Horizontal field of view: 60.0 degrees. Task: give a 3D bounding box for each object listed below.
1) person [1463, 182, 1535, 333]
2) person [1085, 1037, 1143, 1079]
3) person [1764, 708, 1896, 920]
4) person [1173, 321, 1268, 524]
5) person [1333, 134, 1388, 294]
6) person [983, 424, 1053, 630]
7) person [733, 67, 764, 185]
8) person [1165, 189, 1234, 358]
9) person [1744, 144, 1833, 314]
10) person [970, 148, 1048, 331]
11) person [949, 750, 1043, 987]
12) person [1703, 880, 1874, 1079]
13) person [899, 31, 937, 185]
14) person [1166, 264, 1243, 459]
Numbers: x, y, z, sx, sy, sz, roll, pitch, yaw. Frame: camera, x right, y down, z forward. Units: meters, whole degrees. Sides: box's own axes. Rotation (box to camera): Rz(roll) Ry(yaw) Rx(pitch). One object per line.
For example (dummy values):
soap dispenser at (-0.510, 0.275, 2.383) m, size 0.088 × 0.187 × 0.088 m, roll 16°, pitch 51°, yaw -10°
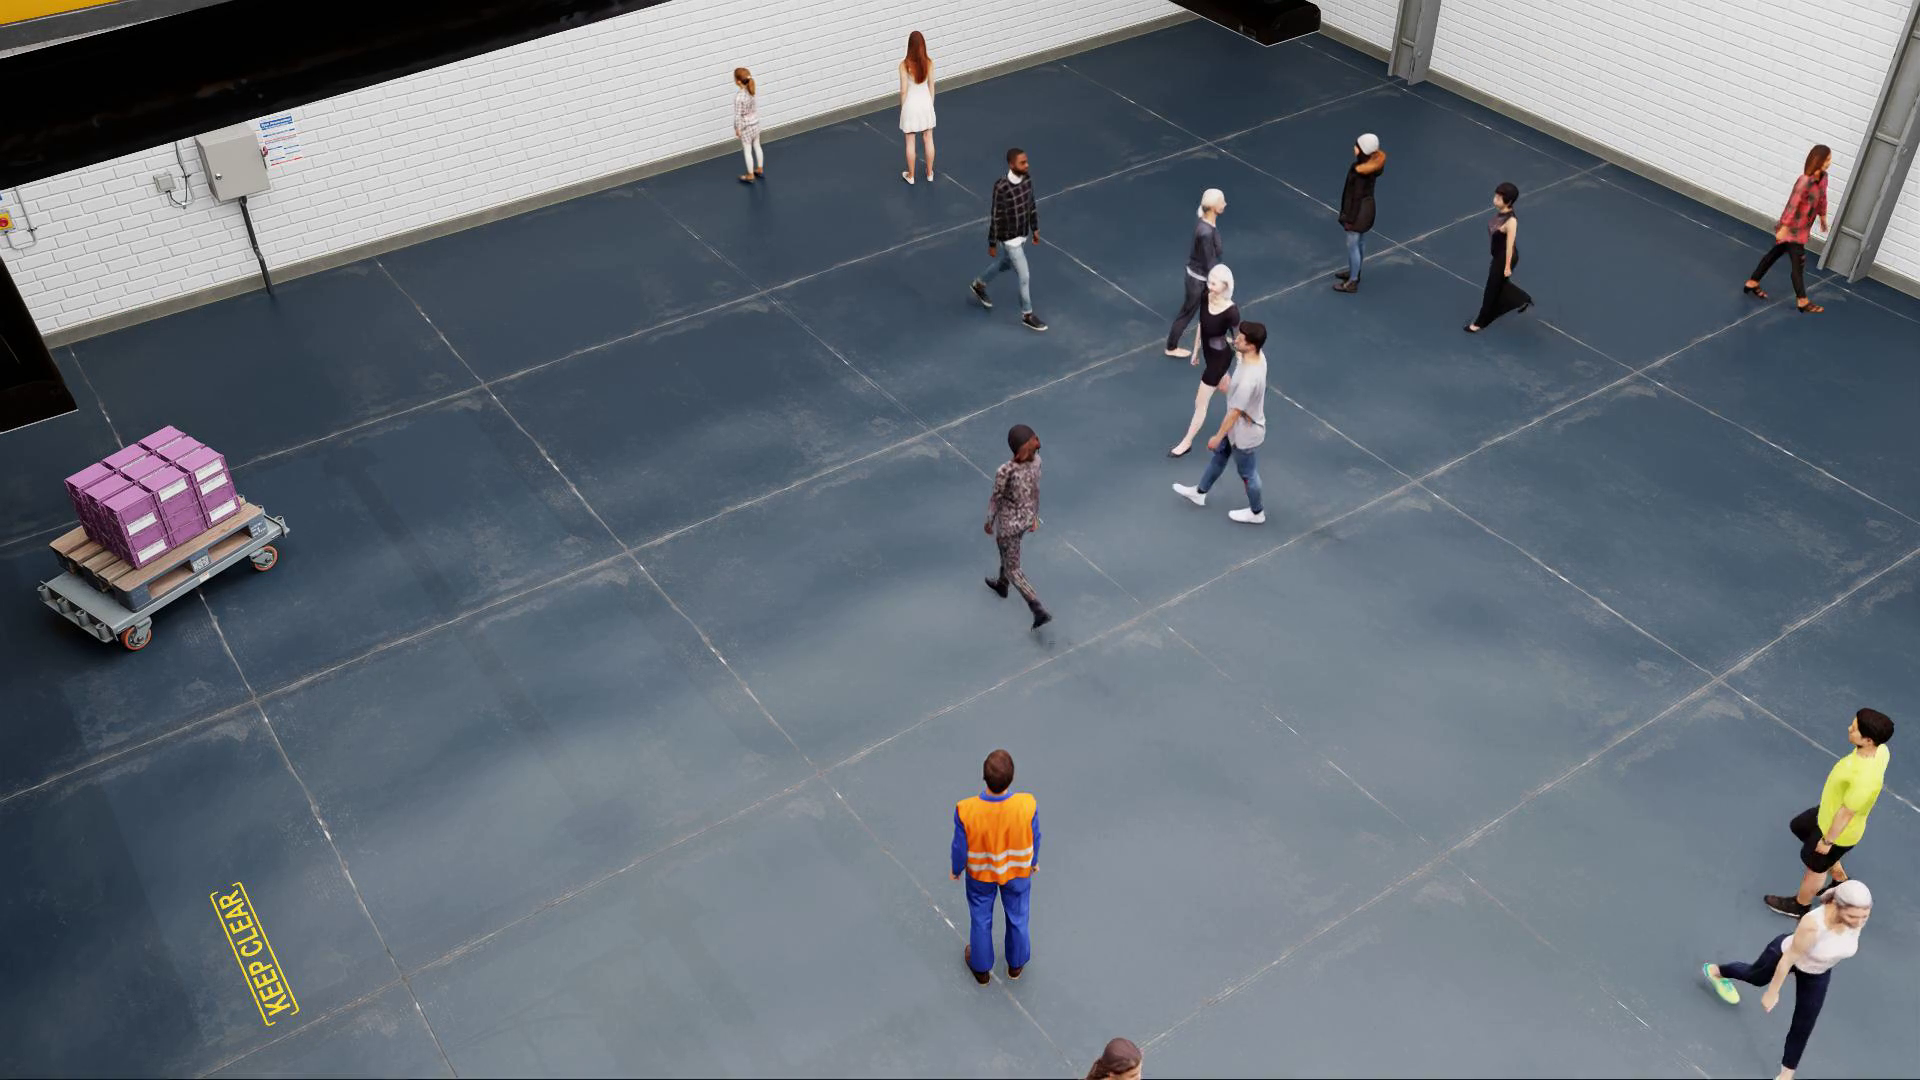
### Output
person at (5.190, -2.639, 15.673) m, size 0.934 × 1.575 × 0.940 m, roll 1°, pitch 39°, yaw 1°
person at (0.692, 3.015, 8.618) m, size 0.869 × 1.544 × 0.739 m, roll 24°, pitch 44°, yaw 27°
person at (5.440, 1.714, 10.123) m, size 0.884 × 1.698 × 0.808 m, roll 17°, pitch 42°, yaw 20°
person at (2.342, -0.890, 13.255) m, size 1.134 × 1.859 × 1.067 m, roll 7°, pitch 39°, yaw 9°
person at (3.931, -3.222, 16.358) m, size 0.761 × 1.631 × 0.724 m, roll 13°, pitch 40°, yaw 15°
person at (0.445, -0.085, 12.380) m, size 0.622 × 1.693 × 1.086 m, roll -27°, pitch 46°, yaw -29°
person at (-2.325, -4.580, 18.315) m, size 0.602 × 1.310 × 0.588 m, roll 22°, pitch 44°, yaw 26°
person at (2.127, -2.428, 15.310) m, size 1.036 × 1.697 × 1.008 m, roll 4°, pitch 39°, yaw 5°
person at (8.012, -3.052, 16.115) m, size 1.060 × 1.668 × 0.735 m, roll 32°, pitch 48°, yaw 33°
person at (0.420, -2.919, 15.857) m, size 1.288 × 1.781 × 0.913 m, roll 26°, pitch 45°, yaw 29°
person at (0.218, 1.921, 9.731) m, size 0.786 × 1.864 × 0.779 m, roll -5°, pitch 39°, yaw -6°
person at (4.662, 2.345, 9.384) m, size 0.987 × 1.634 × 1.330 m, roll -8°, pitch 39°, yaw -10°
person at (-0.462, -4.729, 18.180) m, size 0.620 × 1.712 × 0.622 m, roll -11°, pitch 40°, yaw -13°
person at (2.254, -1.549, 14.138) m, size 0.774 × 1.787 × 1.144 m, roll -22°, pitch 43°, yaw -25°
